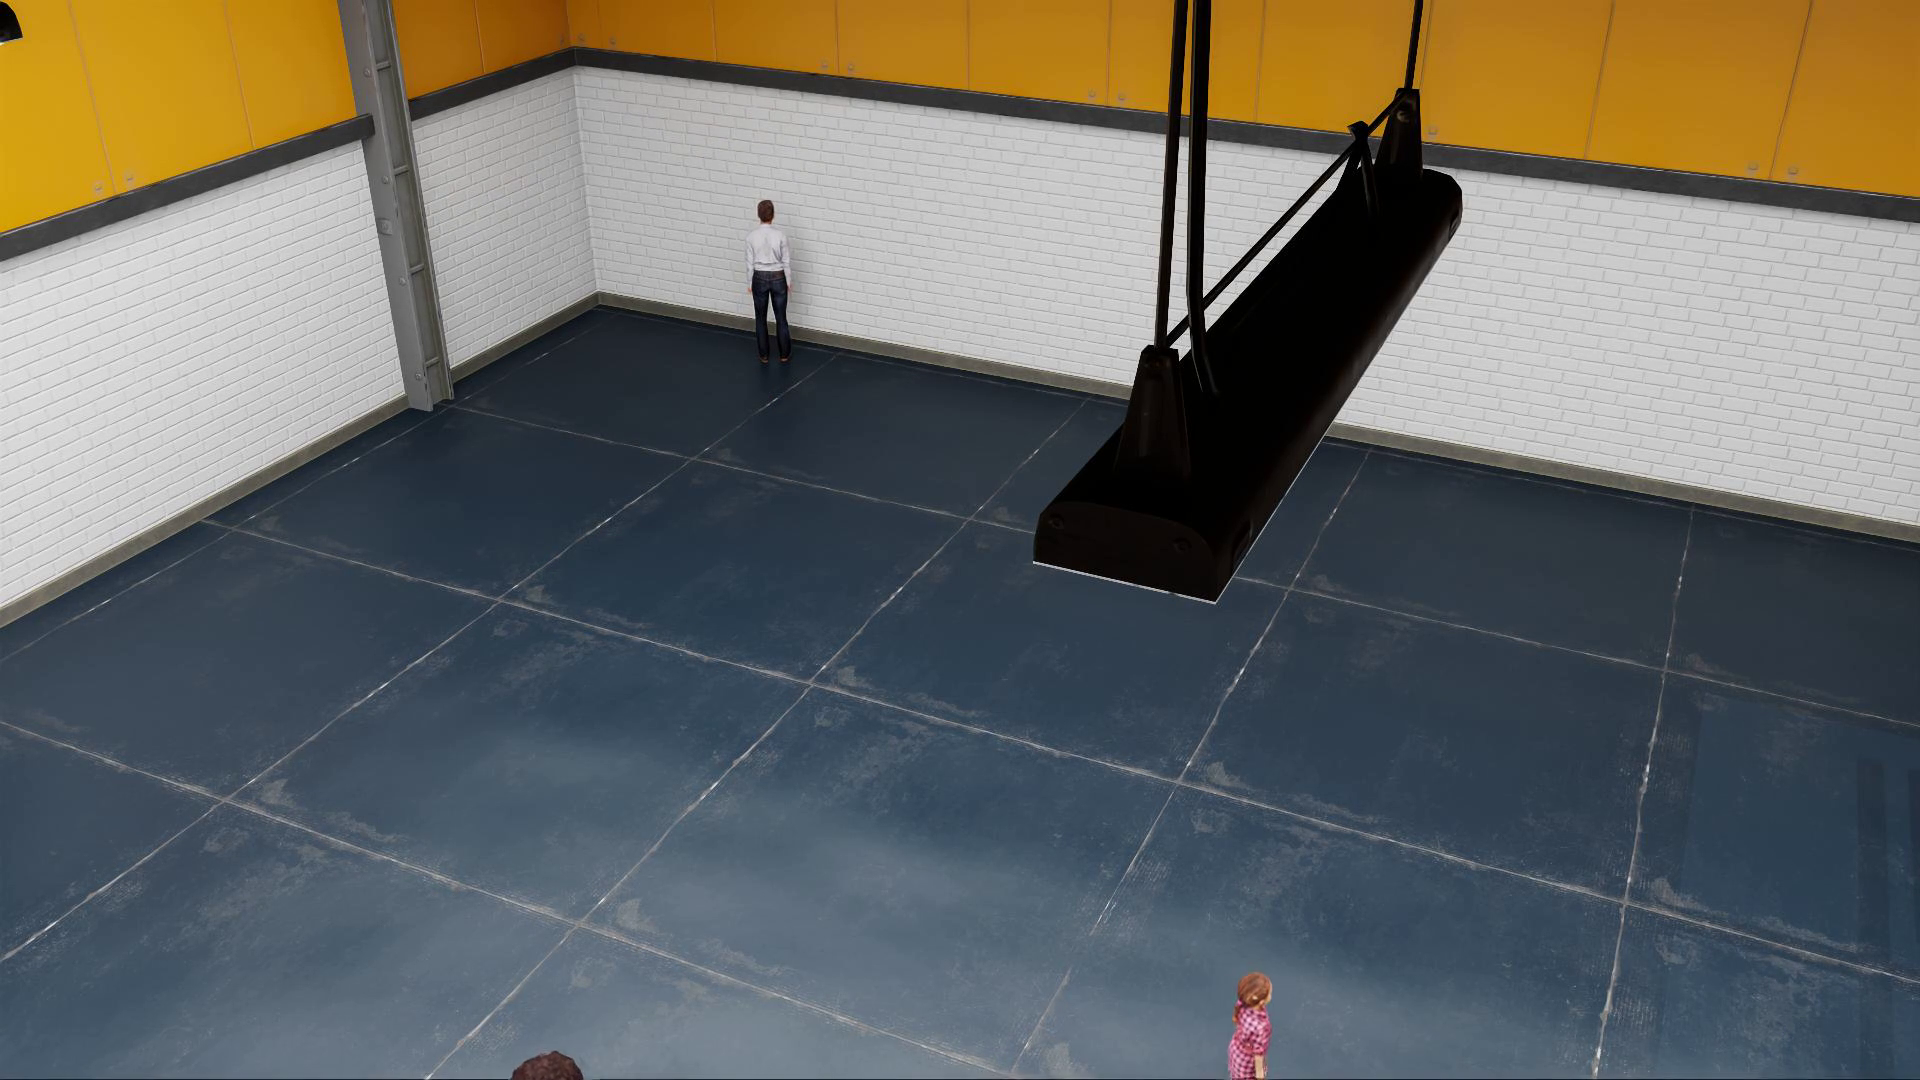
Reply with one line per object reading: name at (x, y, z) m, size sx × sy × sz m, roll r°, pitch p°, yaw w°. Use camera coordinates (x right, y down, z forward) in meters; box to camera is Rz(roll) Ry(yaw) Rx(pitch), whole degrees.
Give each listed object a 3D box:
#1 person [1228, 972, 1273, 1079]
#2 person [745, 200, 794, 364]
person at (1.505, 2.723, 8.843) m, size 0.631 × 1.019 × 0.576 m, roll -7°, pitch 29°, yaw -13°
person at (-2.087, -2.834, 18.194) m, size 0.737 × 1.820 × 0.743 m, roll -3°, pitch 29°, yaw -5°
